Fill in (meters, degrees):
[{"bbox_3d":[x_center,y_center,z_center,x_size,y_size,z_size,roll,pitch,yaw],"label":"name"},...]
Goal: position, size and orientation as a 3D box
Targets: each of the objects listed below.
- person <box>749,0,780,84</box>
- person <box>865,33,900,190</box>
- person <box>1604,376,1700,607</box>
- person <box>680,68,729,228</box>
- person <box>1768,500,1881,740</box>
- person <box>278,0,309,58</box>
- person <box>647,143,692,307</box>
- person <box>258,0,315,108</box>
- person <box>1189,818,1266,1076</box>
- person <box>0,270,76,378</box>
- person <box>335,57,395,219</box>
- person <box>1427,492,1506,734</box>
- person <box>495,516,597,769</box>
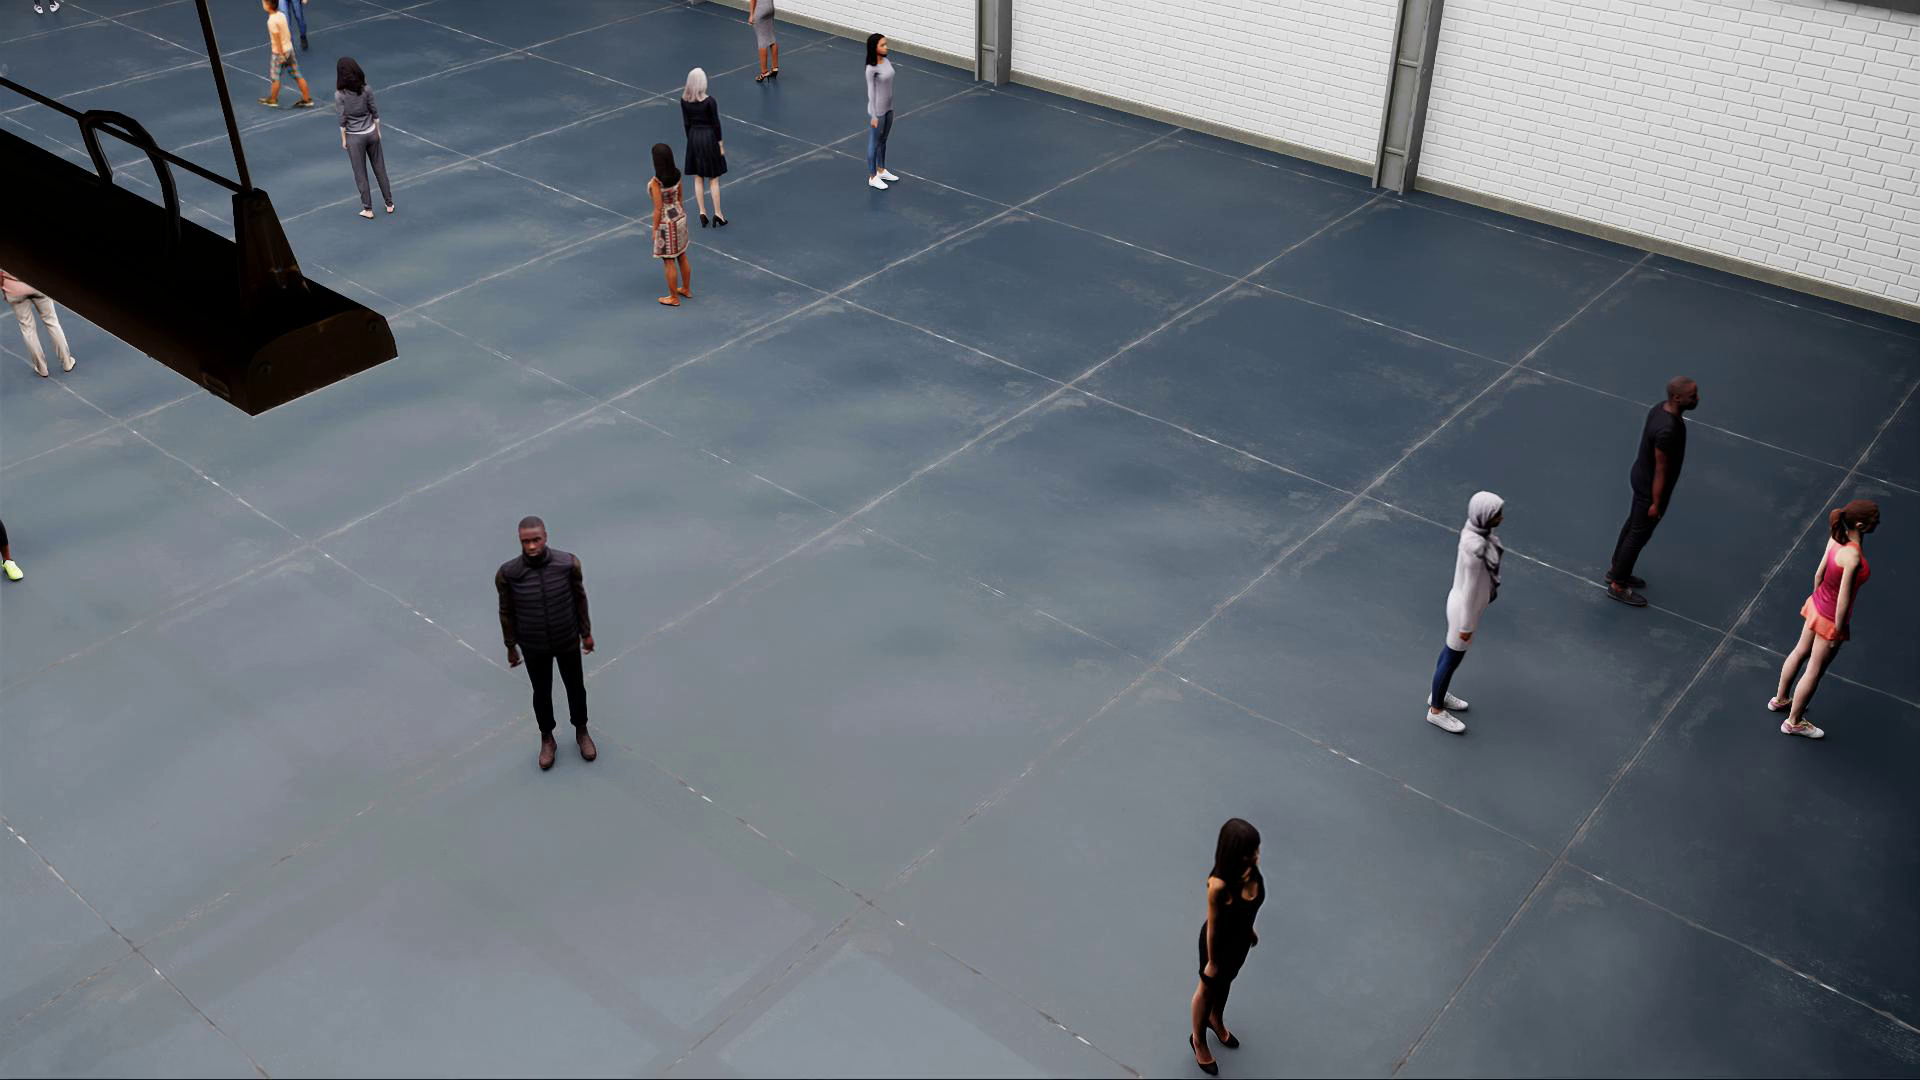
[{"bbox_3d":[-2.606,-6.991,22.079,0.505,1.781,0.577,24,41,32],"label":"person"},{"bbox_3d":[-0.927,-4.915,18.997,0.613,1.736,0.657,15,36,21],"label":"person"},{"bbox_3d":[5.031,-0.383,12.104,0.683,1.819,0.735,11,35,15],"label":"person"},{"bbox_3d":[-2.760,-4.237,17.966,0.638,1.747,0.745,8,35,12],"label":"person"},{"bbox_3d":[5.661,0.488,10.852,0.713,1.754,0.670,2,34,3],"label":"person"},{"bbox_3d":[-9.326,-7.584,23.148,0.981,1.585,1.109,-7,34,-10],"label":"person"},{"bbox_3d":[-2.860,-3.118,16.375,0.598,1.645,0.692,17,37,23],"label":"person"},{"bbox_3d":[-8.579,-6.233,21.249,0.963,1.438,0.802,6,34,8],"label":"person"},{"bbox_3d":[1.364,2.066,8.571,0.475,1.650,0.564,26,42,34],"label":"person"},{"bbox_3d":[-8.479,-2.307,15.083,0.667,1.724,0.635,-18,38,-25],"label":"person"},{"bbox_3d":[-6.542,-4.408,18.208,0.635,1.764,0.580,-23,40,-31],"label":"person"},{"bbox_3d":[3.309,0.448,10.892,0.632,1.775,0.676,13,36,18],"label":"person"},{"bbox_3d":[-2.600,0.634,10.558,0.781,1.836,0.770,-10,35,-15],"label":"person"}]
